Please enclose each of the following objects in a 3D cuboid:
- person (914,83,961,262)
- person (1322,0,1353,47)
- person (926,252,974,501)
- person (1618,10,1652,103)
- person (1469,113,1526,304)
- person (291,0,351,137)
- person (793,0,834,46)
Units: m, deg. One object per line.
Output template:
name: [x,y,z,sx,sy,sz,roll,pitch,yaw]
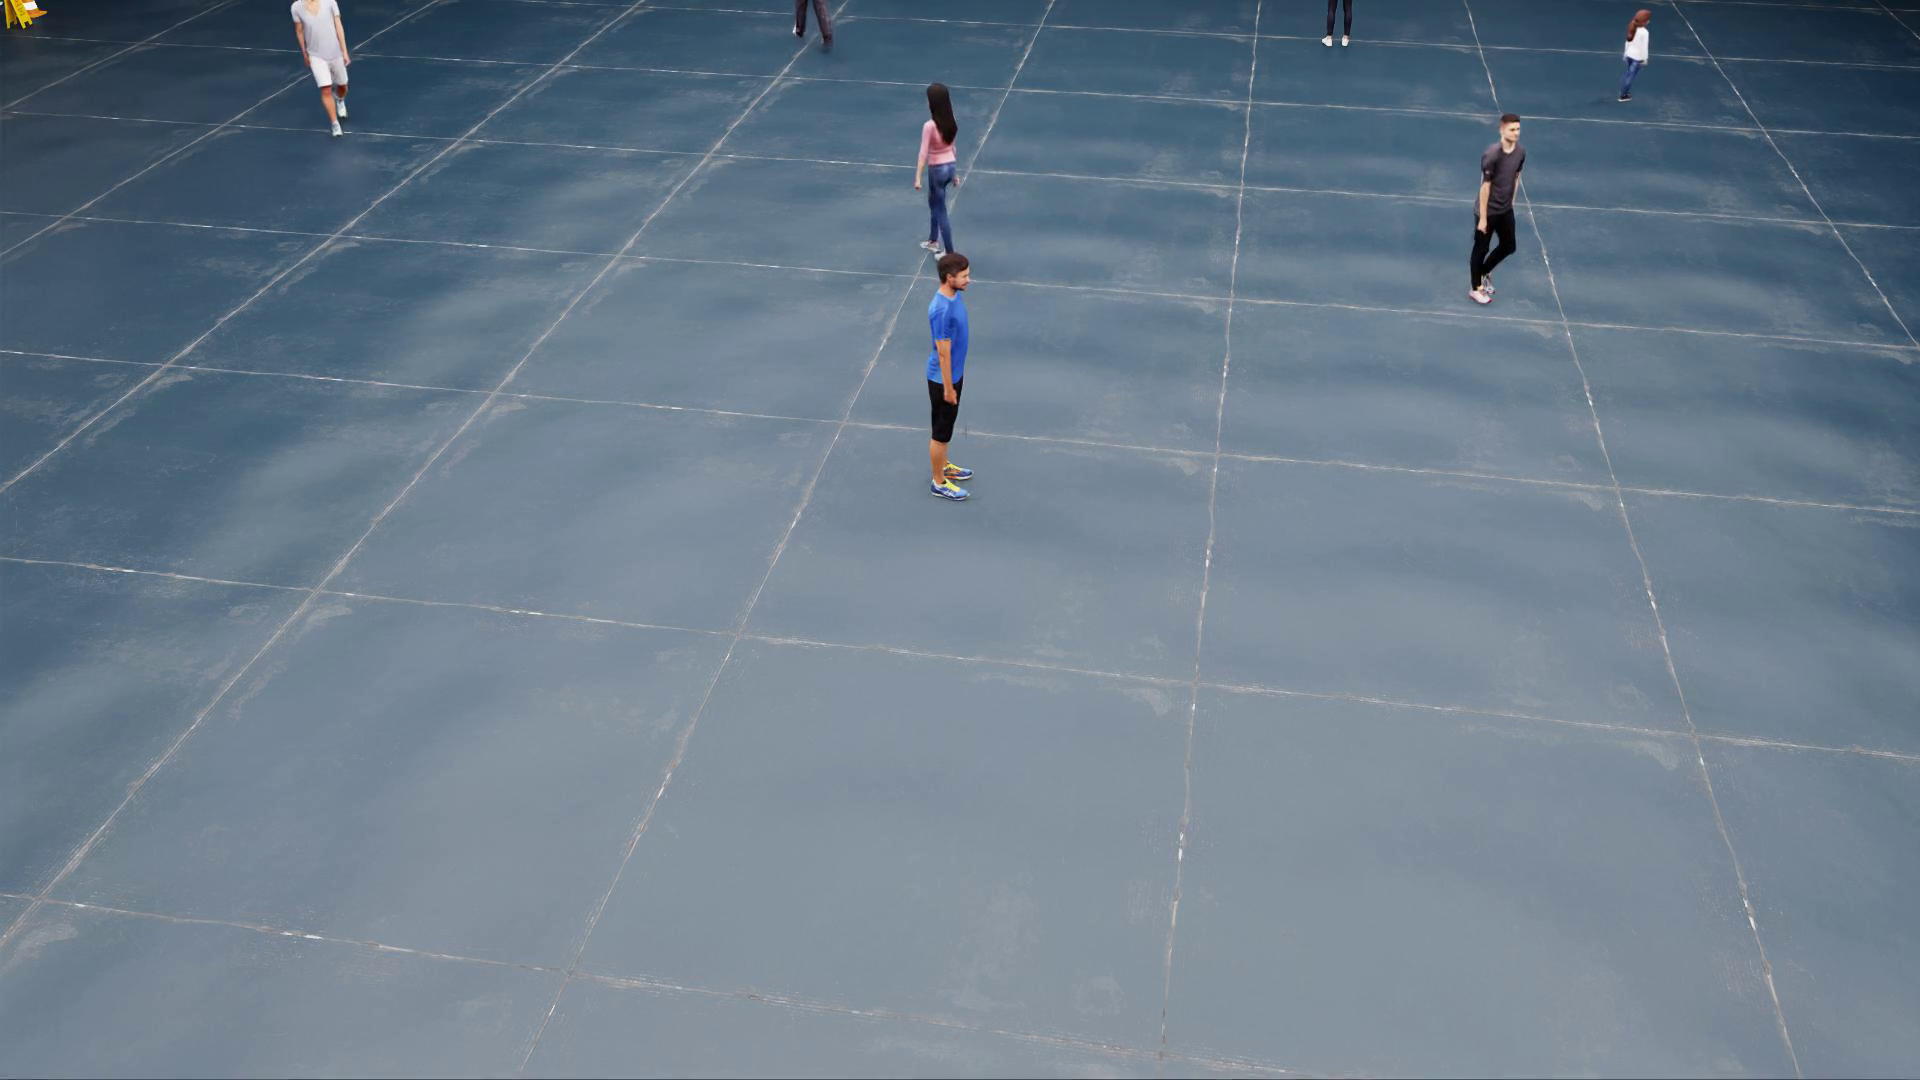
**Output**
person: [-0.125,-3.456,15.799,0.874,1.729,0.784,24,39,33]
person: [5.101,-7.478,22.202,0.538,1.700,0.712,-1,32,-1]
person: [-0.103,-1.208,12.104,0.555,1.868,0.606,4,33,7]
person: [8.180,-5.900,20.259,0.588,1.103,0.536,-10,34,-16]
person: [4.794,-3.014,15.076,0.755,1.753,0.836,-13,35,-20]
person: [-7.312,-5.629,19.155,1.186,1.822,1.141,-13,34,-19]
person: [-1.939,-7.446,22.039,1.231,1.819,1.203,-15,35,-22]
